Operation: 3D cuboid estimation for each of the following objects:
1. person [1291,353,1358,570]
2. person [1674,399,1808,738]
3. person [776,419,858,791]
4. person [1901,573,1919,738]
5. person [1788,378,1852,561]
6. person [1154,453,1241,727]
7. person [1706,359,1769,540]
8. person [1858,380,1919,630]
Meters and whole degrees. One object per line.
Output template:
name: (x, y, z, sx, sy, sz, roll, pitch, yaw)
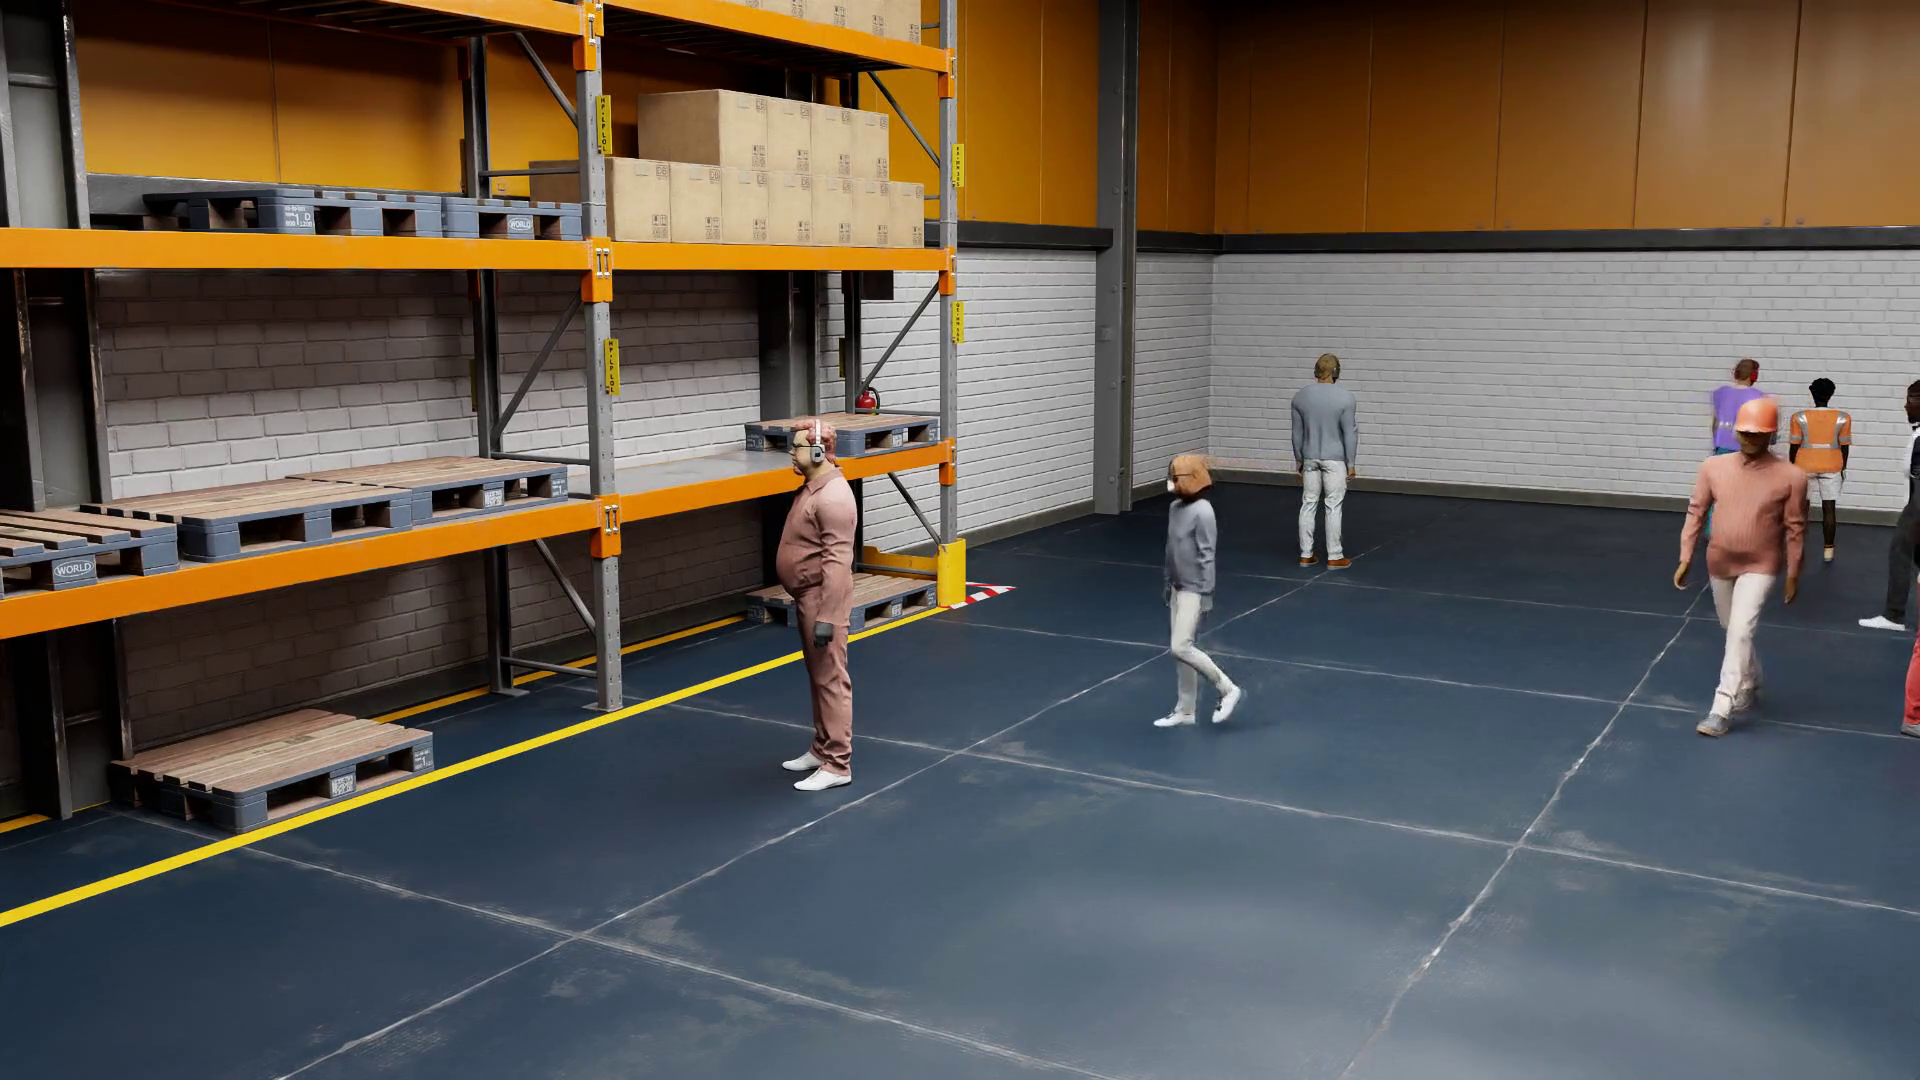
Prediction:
person: (3.270, -0.701, 14.922, 0.630, 1.938, 0.373, 7, 11, 37)
person: (4.601, 0.130, 9.752, 1.060, 1.946, 0.622, -9, 13, -43)
person: (-0.741, 0.329, 8.582, 0.407, 1.910, 0.639, -2, 9, -13)
person: (5.646, 0.267, 9.442, 0.533, 1.760, 0.342, -7, 11, -37)
person: (7.900, -0.645, 15.325, 0.532, 1.694, 0.319, 3, 10, 19)
person: (1.352, 0.303, 9.633, 0.410, 1.625, 0.503, -2, 9, -13)
person: (7.765, -0.900, 16.584, 0.972, 1.790, 0.596, -8, 12, -40)
person: (7.096, -0.231, 12.135, 0.610, 1.888, 0.774, -9, 13, -44)
